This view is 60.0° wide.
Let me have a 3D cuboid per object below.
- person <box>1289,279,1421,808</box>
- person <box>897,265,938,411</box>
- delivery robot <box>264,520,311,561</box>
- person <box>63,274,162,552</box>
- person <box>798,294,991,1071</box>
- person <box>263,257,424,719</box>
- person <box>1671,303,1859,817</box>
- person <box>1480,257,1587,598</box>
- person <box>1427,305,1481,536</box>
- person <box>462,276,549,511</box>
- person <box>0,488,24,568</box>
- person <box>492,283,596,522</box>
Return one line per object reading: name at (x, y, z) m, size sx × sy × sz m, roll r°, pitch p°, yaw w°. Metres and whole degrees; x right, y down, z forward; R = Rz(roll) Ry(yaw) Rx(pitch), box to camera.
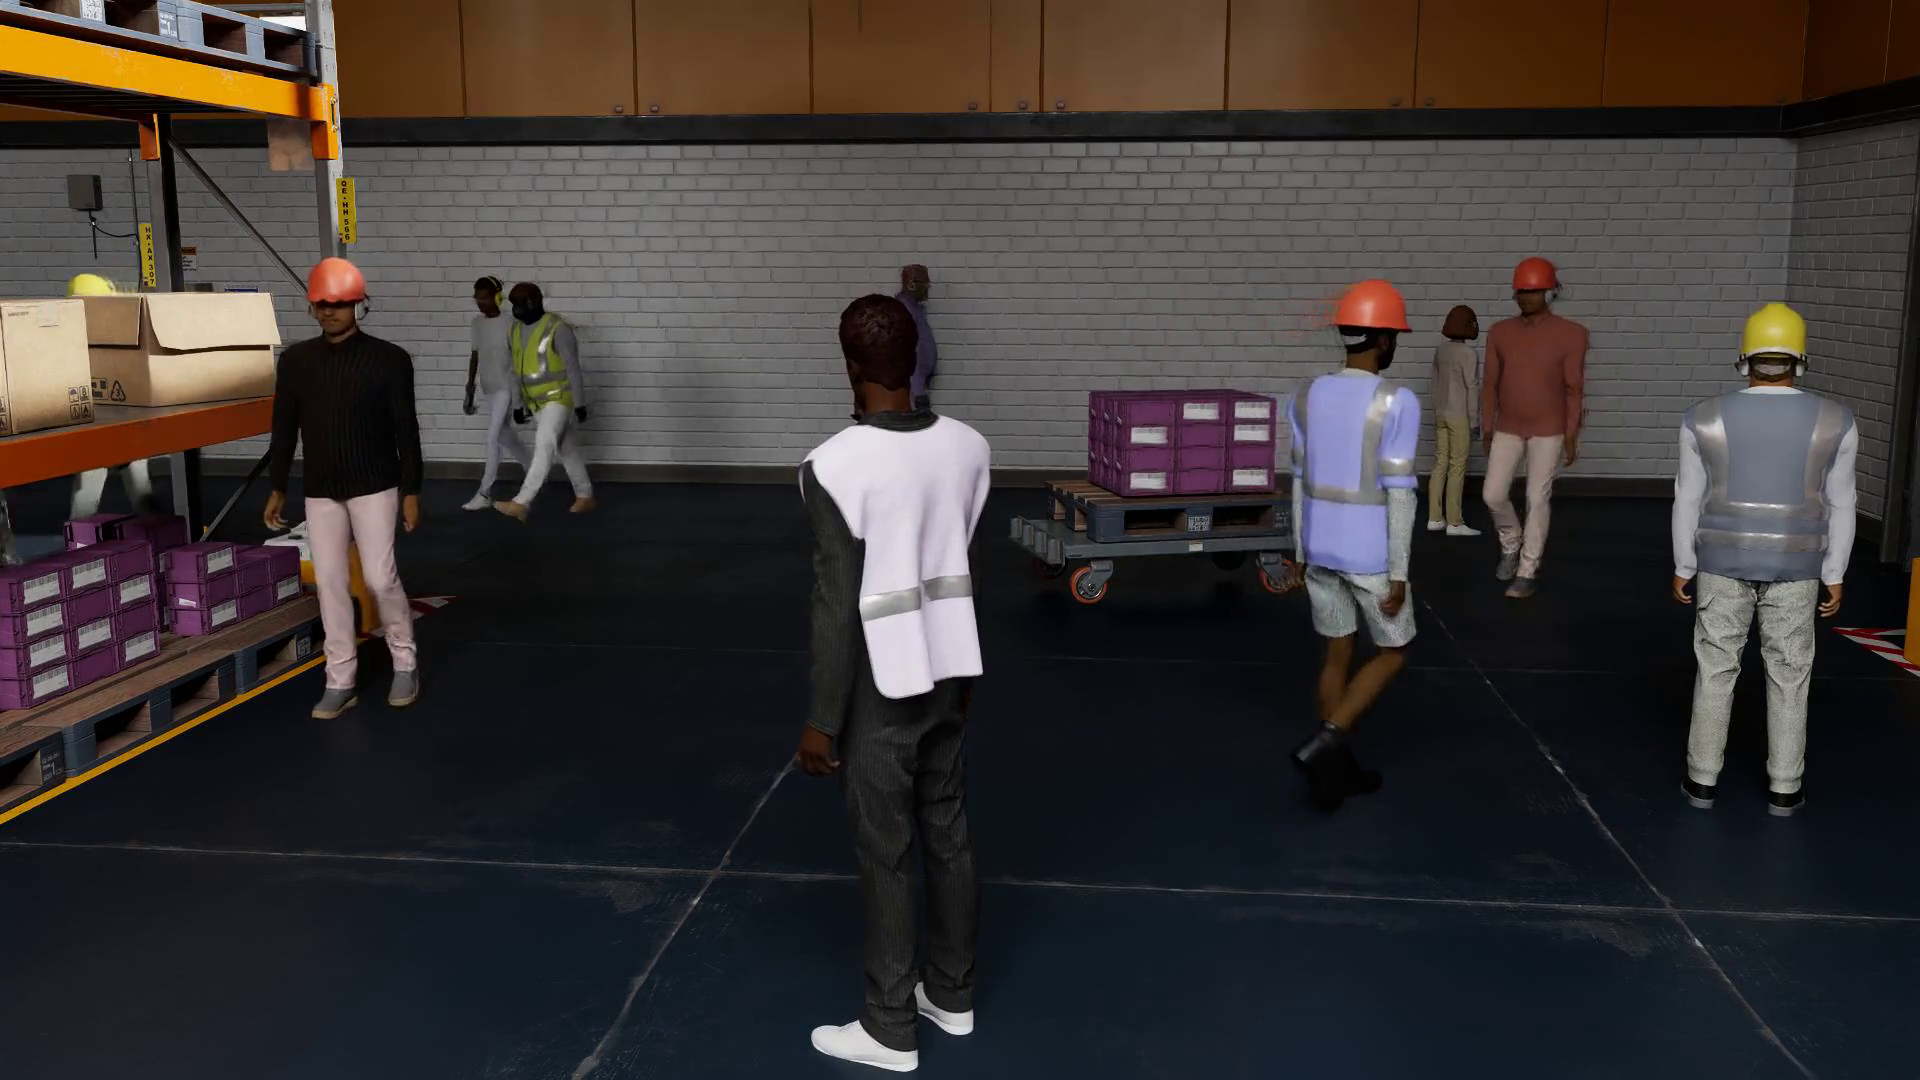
person at (1.378, 0.038, 5.948) m, size 0.547 × 1.924 × 0.545 m, roll -8°, pitch 13°, yaw -40°
person at (-0.374, -1.293, 13.658) m, size 0.394 × 1.903 × 0.703 m, roll 0°, pitch 10°, yaw -1°
delivery robot at (-3.653, 0.047, 9.525) m, size 0.477 × 0.478 × 0.707 m, roll 2°, pitch 10°, yaw 11°
person at (-5.027, -0.604, 9.736) m, size 0.588 × 1.871 × 0.997 m, roll 2°, pitch 10°, yaw 12°
person at (-0.151, 0.361, 4.111) m, size 0.399 × 1.915 × 0.589 m, roll 9°, pitch 13°, yaw 41°
person at (-2.681, -0.223, 7.236) m, size 0.641 × 1.988 × 0.464 m, roll 1°, pitch 10°, yaw 7°
person at (2.865, 0.079, 5.959) m, size 0.601 × 1.833 × 0.404 m, roll 4°, pitch 11°, yaw 23°
person at (3.325, -0.652, 9.714) m, size 0.630 × 1.977 × 0.470 m, roll 8°, pitch 13°, yaw 38°
person at (3.533, -0.850, 11.833) m, size 0.270 × 1.636 × 0.507 m, roll -3°, pitch 10°, yaw -17°
person at (-3.637, -1.188, 13.222) m, size 0.551 × 1.827 × 0.957 m, roll 6°, pitch 12°, yaw 31°
person at (-5.866, -0.573, 9.777) m, size 0.636 × 1.811 × 0.875 m, roll 5°, pitch 11°, yaw 25°
person at (-3.148, -1.041, 12.543) m, size 0.631 × 1.774 × 1.022 m, roll 8°, pitch 13°, yaw 39°
